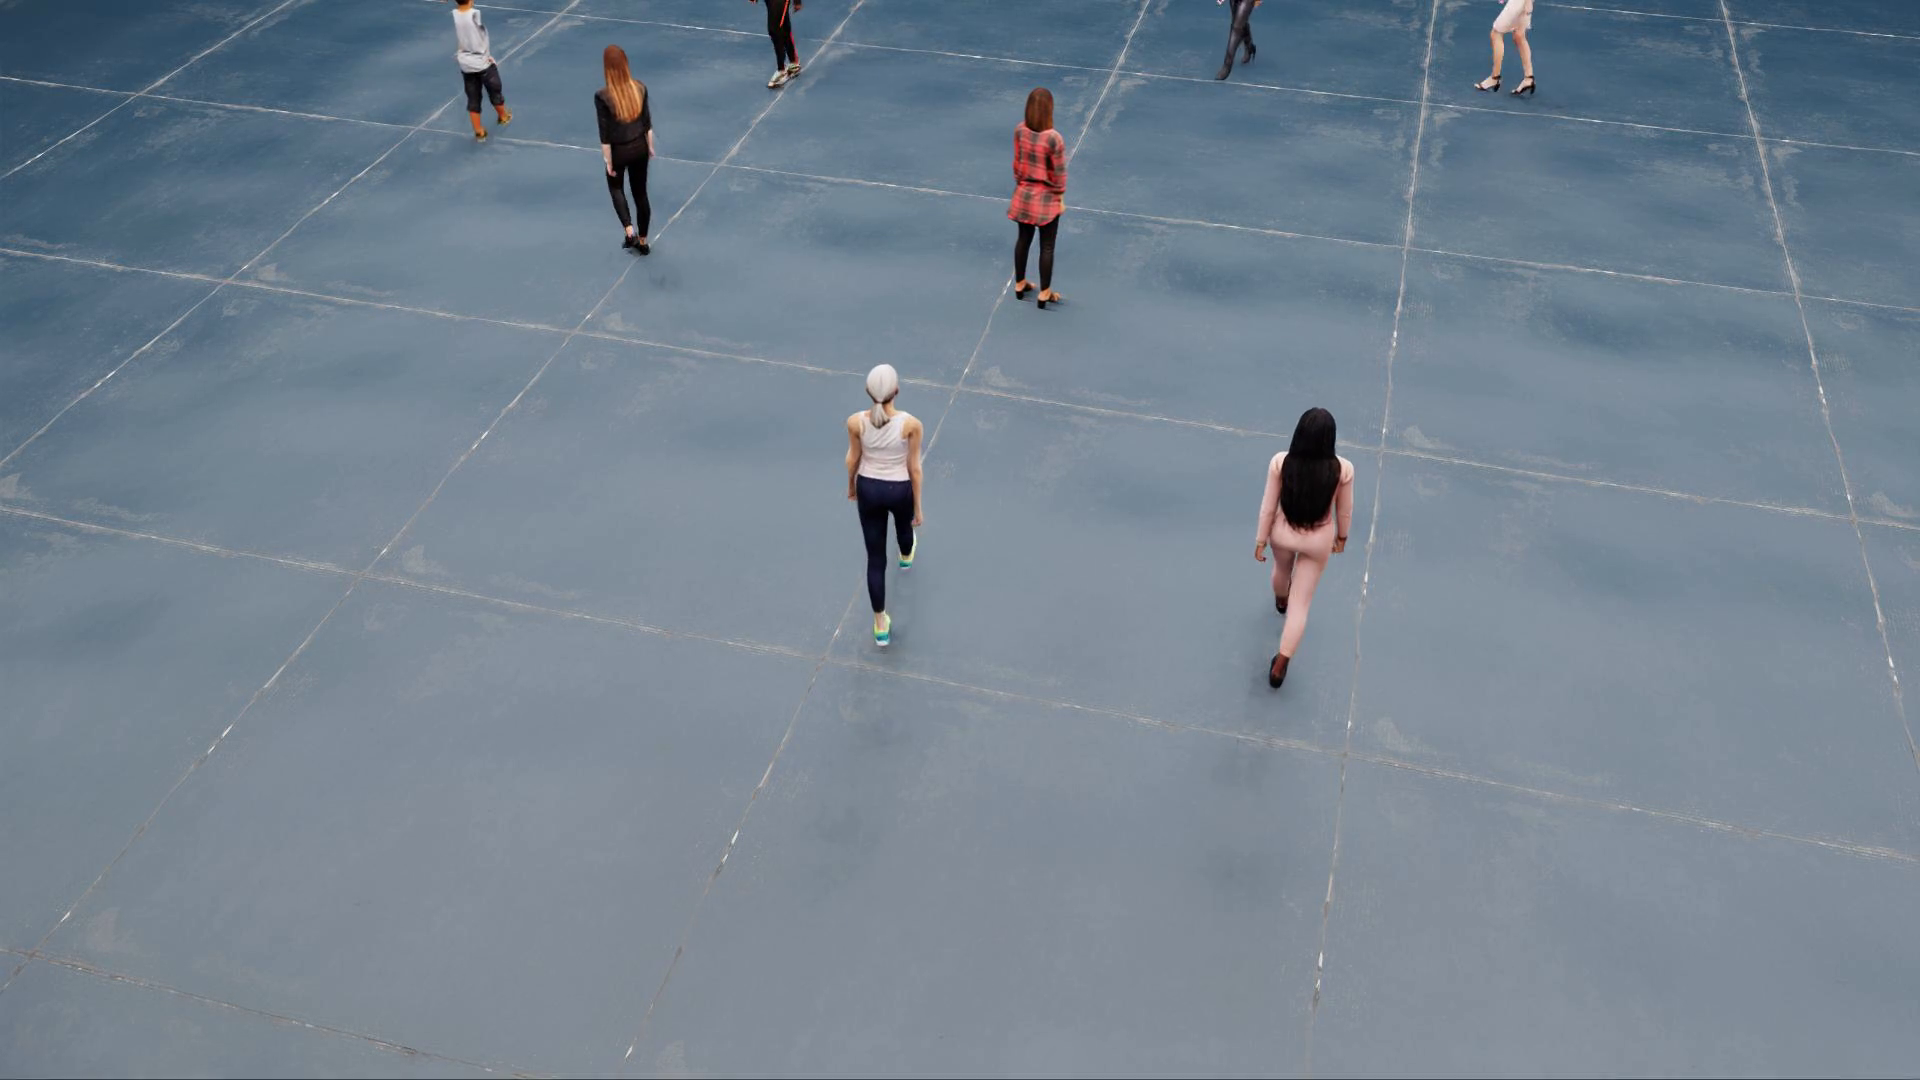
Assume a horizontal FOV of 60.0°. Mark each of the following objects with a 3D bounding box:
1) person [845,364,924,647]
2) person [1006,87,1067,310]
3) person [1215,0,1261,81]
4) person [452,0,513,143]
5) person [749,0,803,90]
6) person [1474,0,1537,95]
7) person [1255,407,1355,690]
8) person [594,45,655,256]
[{"bbox_3d":[-0.431,-0.156,9.413,0.781,1.655,1.223,3,38,3],"label":"person"},{"bbox_3d":[0.576,-2.558,12.447,0.687,1.699,0.676,27,45,30],"label":"person"},{"bbox_3d":[2.760,-5.276,16.040,0.908,1.553,1.092,31,48,33],"label":"person"},{"bbox_3d":[-4.377,-4.322,14.917,0.674,1.434,0.892,4,38,6],"label":"person"},{"bbox_3d":[-1.663,-5.258,15.826,0.842,1.788,0.930,29,46,31],"label":"person"},{"bbox_3d":[5.302,-5.005,15.503,0.628,1.788,0.705,5,38,6],"label":"person"},{"bbox_3d":[1.854,0.084,9.090,0.629,1.675,1.089,10,39,12],"label":"person"},{"bbox_3d":[-2.568,-2.998,13.007,0.741,1.701,0.796,-18,41,-21],"label":"person"}]
